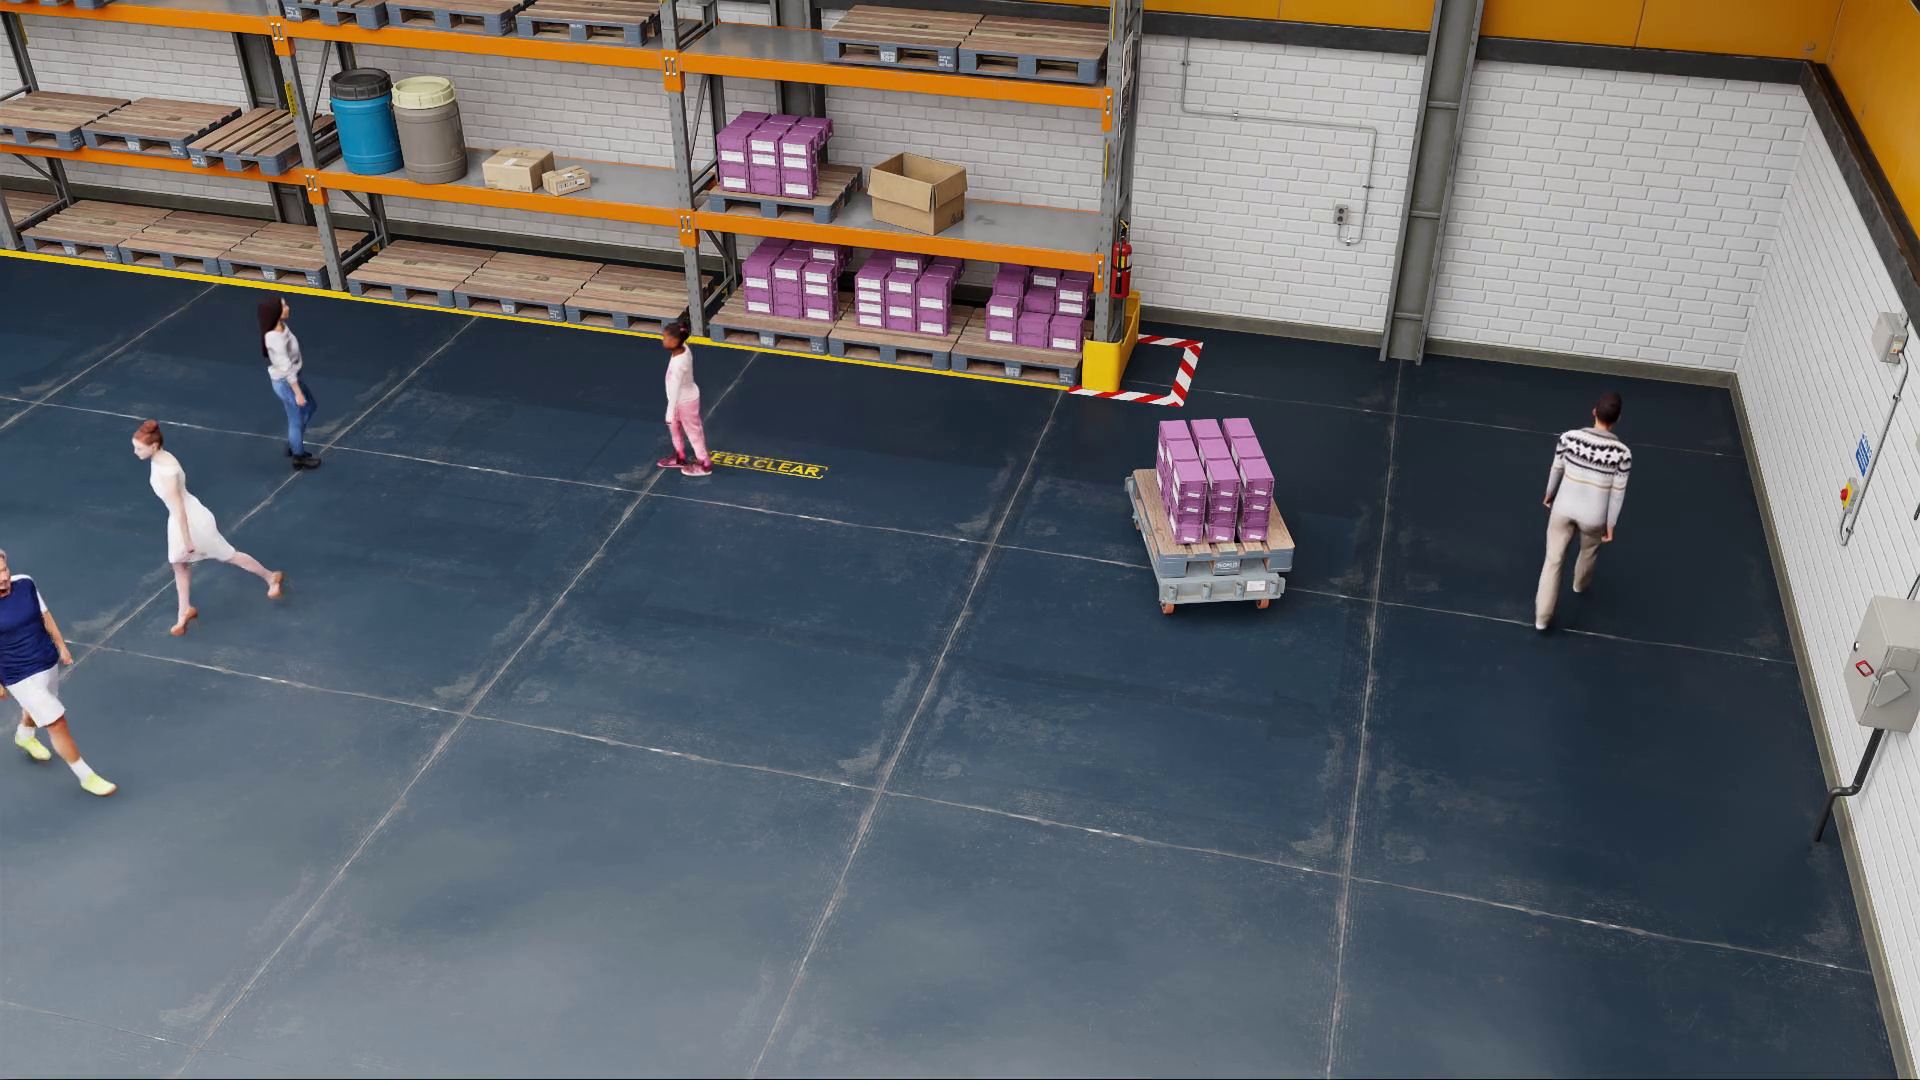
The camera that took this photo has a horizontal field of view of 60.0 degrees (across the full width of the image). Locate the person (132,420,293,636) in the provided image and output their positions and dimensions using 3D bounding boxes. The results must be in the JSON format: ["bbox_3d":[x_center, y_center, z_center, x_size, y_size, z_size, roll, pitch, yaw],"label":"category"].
[{"bbox_3d":[-5.395,-0.124,11.932,1.102,1.741,1.123,-22,39,-29],"label":"person"}]

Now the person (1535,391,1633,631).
[{"bbox_3d":[4.417,-0.157,11.917,1.179,1.814,0.973,18,38,25],"label":"person"}]

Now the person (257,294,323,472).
[{"bbox_3d":[-5.648,-1.280,13.783,0.775,1.619,0.738,-13,36,-19],"label":"person"}]

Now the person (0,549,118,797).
[{"bbox_3d":[-5.943,0.790,10.505,1.194,1.799,0.731,13,36,18],"label":"person"}]

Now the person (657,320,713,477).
[{"bbox_3d":[-2.211,-1.171,13.783,0.782,1.436,0.688,-2,34,-2],"label":"person"}]
